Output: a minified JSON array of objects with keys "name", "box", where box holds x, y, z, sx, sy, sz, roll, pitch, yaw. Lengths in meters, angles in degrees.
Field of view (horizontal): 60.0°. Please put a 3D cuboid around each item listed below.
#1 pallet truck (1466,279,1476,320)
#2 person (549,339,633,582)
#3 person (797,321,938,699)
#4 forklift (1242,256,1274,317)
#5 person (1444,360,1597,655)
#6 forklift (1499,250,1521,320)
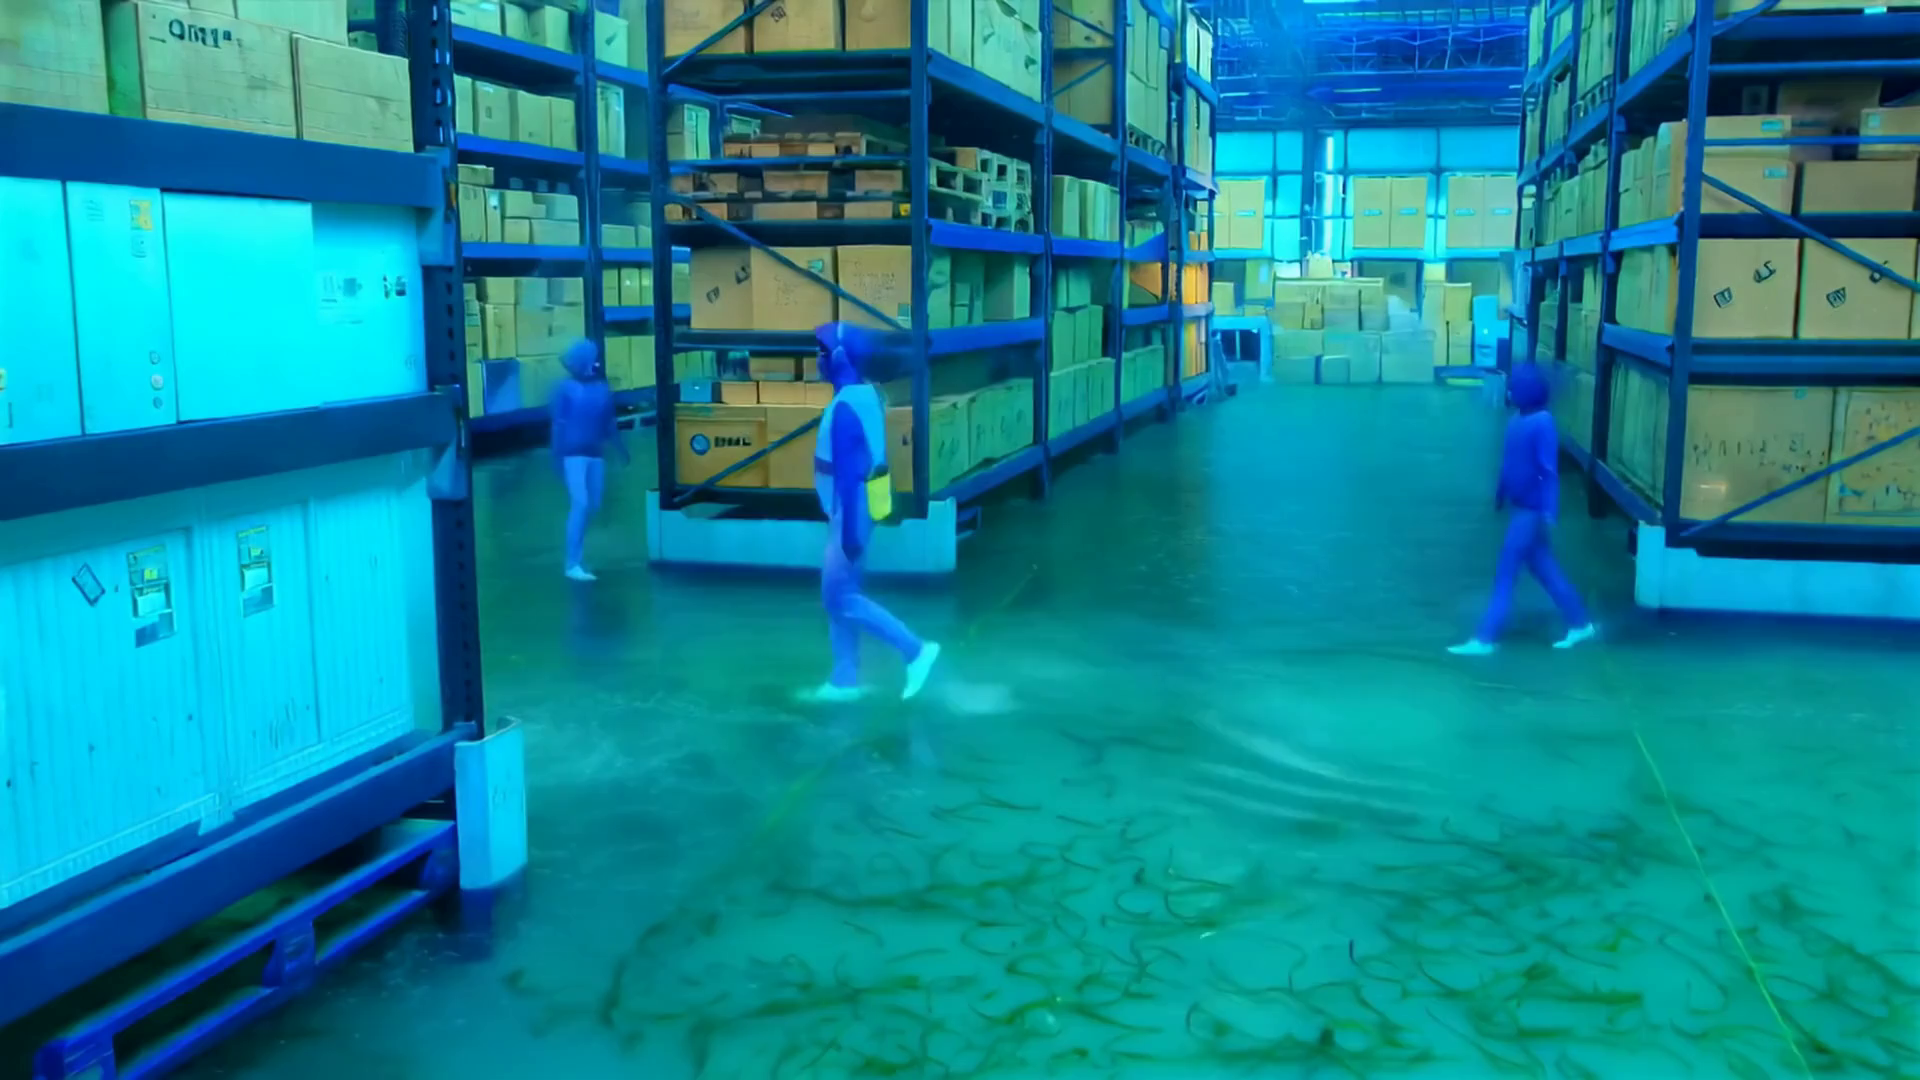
[{"name":"pallet truck","box":[18.896,-8.459,60.307,1.885,1.965,0.823,5,10,31]},{"name":"person","box":[-2.551,-0.549,11.271,0.541,1.614,0.517,6,11,36]},{"name":"person","box":[-0.456,-0.112,7.835,0.595,1.830,0.574,0,9,2]},{"name":"forklift","box":[10.671,-8.733,59.252,1.129,2.768,1.873,2,9,15]},{"name":"person","box":[3.072,-0.170,8.927,0.849,1.594,0.517,0,9,-2]},{"name":"forklift","box":[15.855,-6.836,47.204,1.129,2.768,1.873,2,9,15]}]
